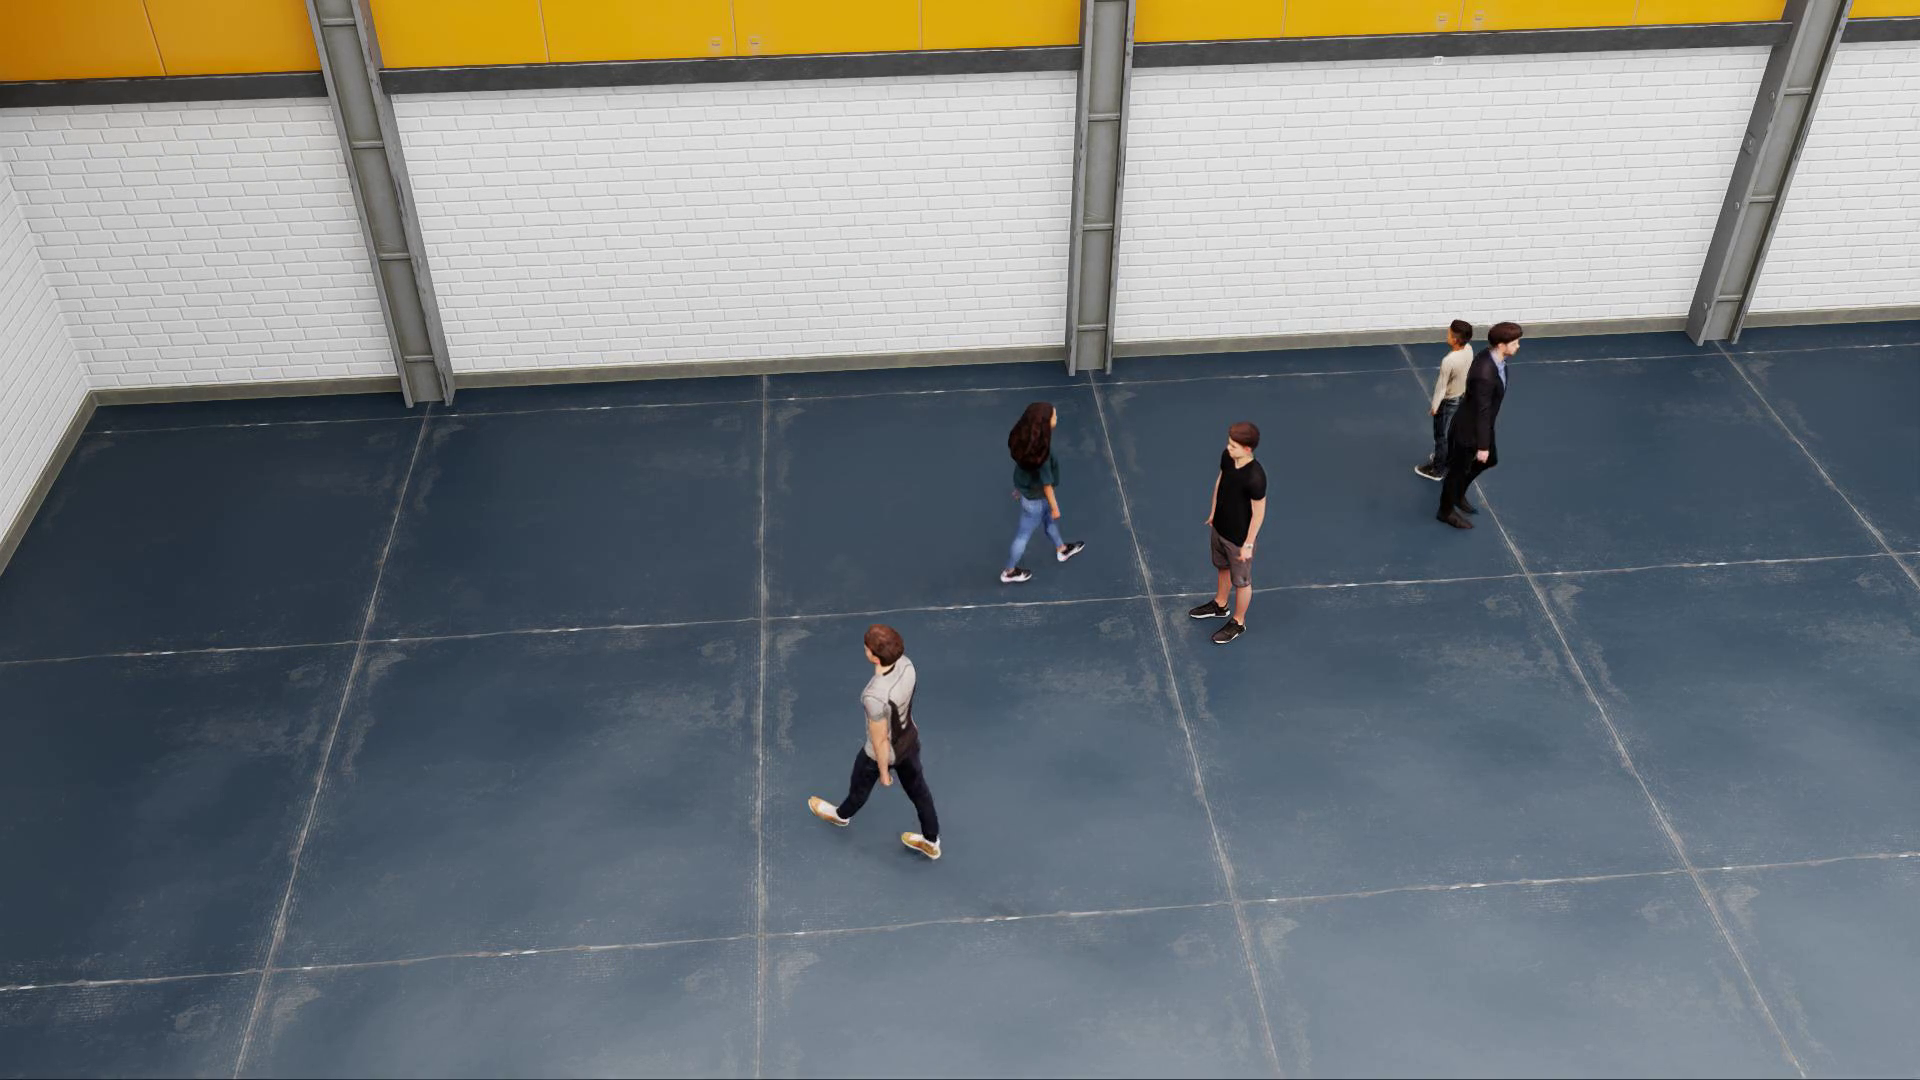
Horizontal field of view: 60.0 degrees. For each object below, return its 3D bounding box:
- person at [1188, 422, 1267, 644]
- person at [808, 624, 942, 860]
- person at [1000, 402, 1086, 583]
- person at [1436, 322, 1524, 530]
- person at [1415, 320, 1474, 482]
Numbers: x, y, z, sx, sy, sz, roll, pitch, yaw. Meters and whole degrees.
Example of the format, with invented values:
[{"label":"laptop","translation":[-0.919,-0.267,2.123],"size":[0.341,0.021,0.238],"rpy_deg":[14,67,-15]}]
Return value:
[{"label":"person","translation":[2.007,-0.083,12.051],"size":[0.695,1.861,0.753],"rpy_deg":[-16,41,-19]},{"label":"person","translation":[-0.345,1.301,10.327],"size":[1.233,1.849,1.094],"rpy_deg":[22,44,25]},{"label":"person","translation":[0.481,-0.324,12.571],"size":[1.022,1.589,0.741],"rpy_deg":[-12,40,-15]},{"label":"person","translation":[3.968,-0.924,13.093],"size":[0.860,1.874,0.839],"rpy_deg":[21,43,25]},{"label":"person","translation":[4.055,-1.159,13.720],"size":[0.591,1.459,0.667],"rpy_deg":[-31,48,-33]}]
